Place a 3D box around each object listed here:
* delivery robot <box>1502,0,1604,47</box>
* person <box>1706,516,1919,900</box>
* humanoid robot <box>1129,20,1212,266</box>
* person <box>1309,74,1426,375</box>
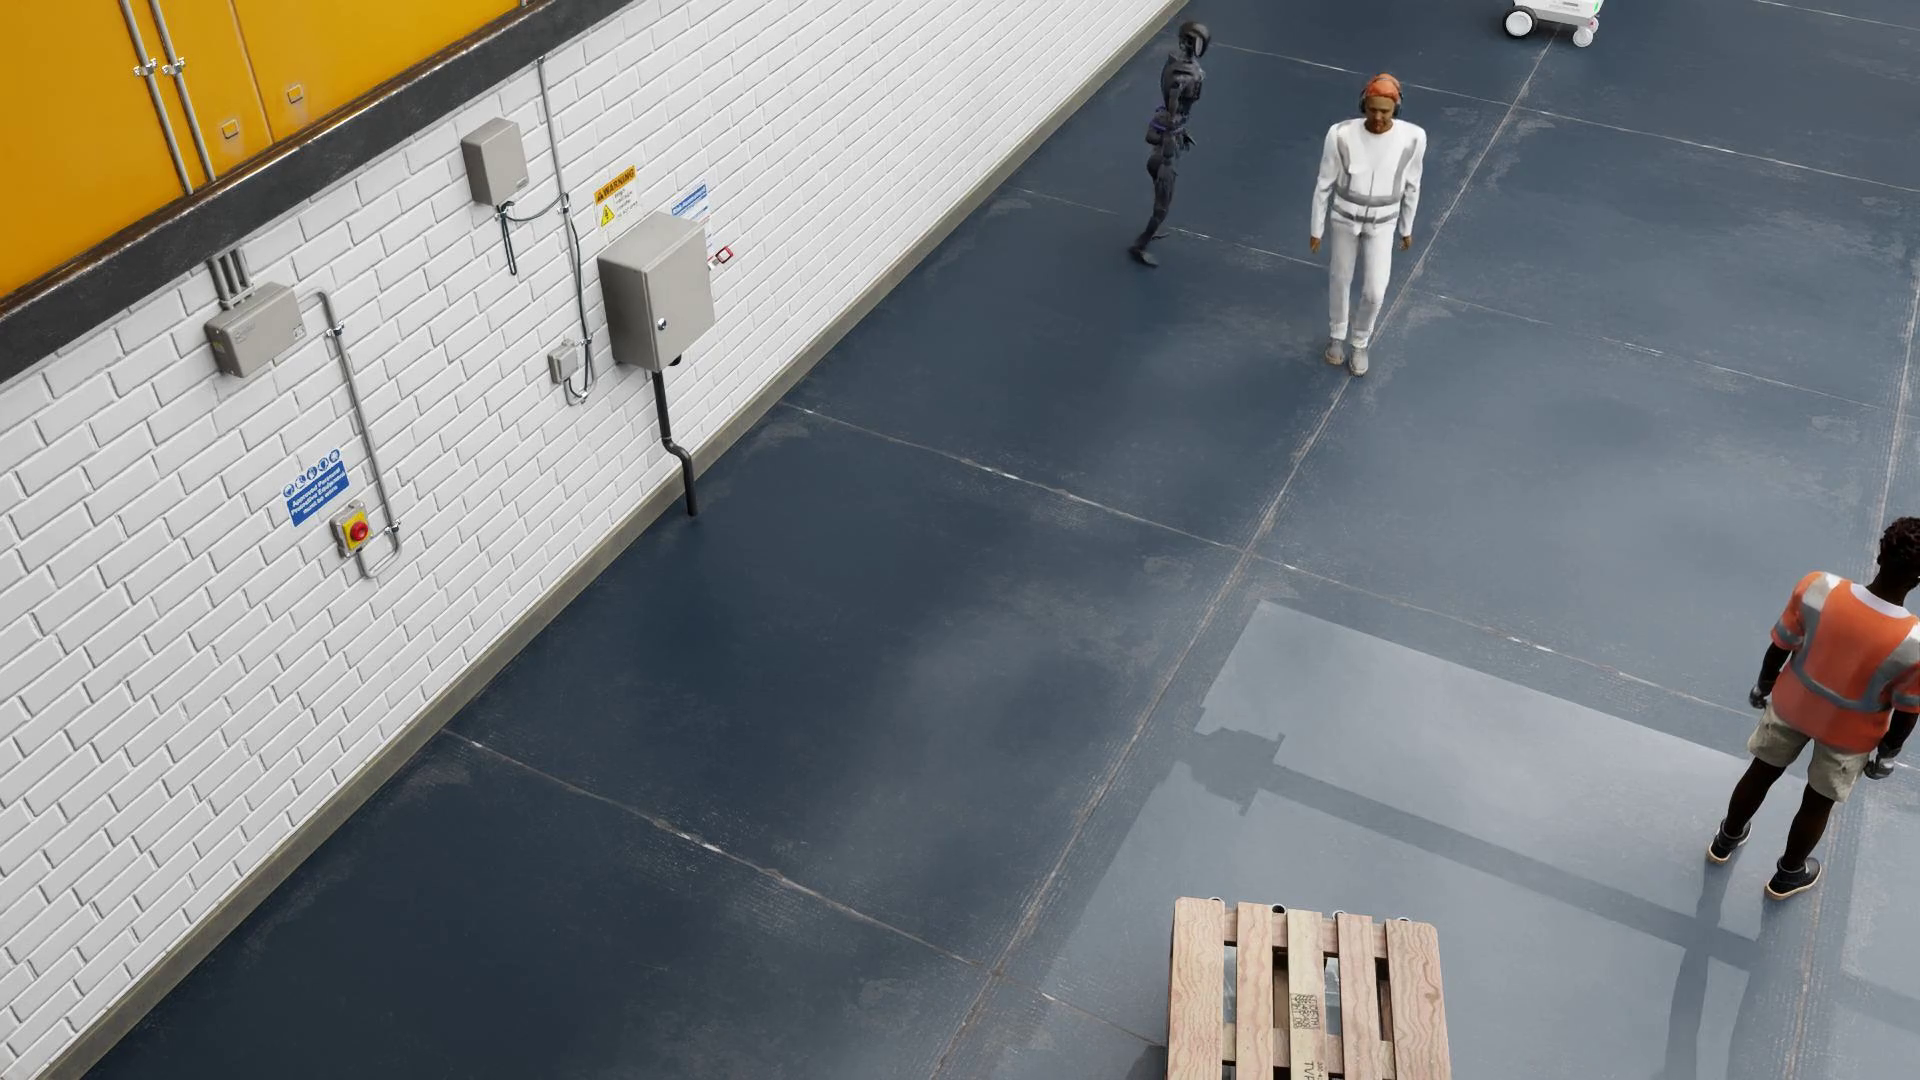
[{"bbox_3d":[4.914,-4.435,13.772,0.804,0.610,0.499,18,44,19],"label":"delivery robot"},{"bbox_3d":[3.519,0.696,6.733,0.361,1.962,0.614,-30,49,-30],"label":"person"},{"bbox_3d":[1.356,-2.575,10.750,0.403,1.631,0.610,11,42,13],"label":"humanoid robot"},{"bbox_3d":[2.337,-1.799,9.701,0.602,1.864,0.581,8,41,9],"label":"person"}]
